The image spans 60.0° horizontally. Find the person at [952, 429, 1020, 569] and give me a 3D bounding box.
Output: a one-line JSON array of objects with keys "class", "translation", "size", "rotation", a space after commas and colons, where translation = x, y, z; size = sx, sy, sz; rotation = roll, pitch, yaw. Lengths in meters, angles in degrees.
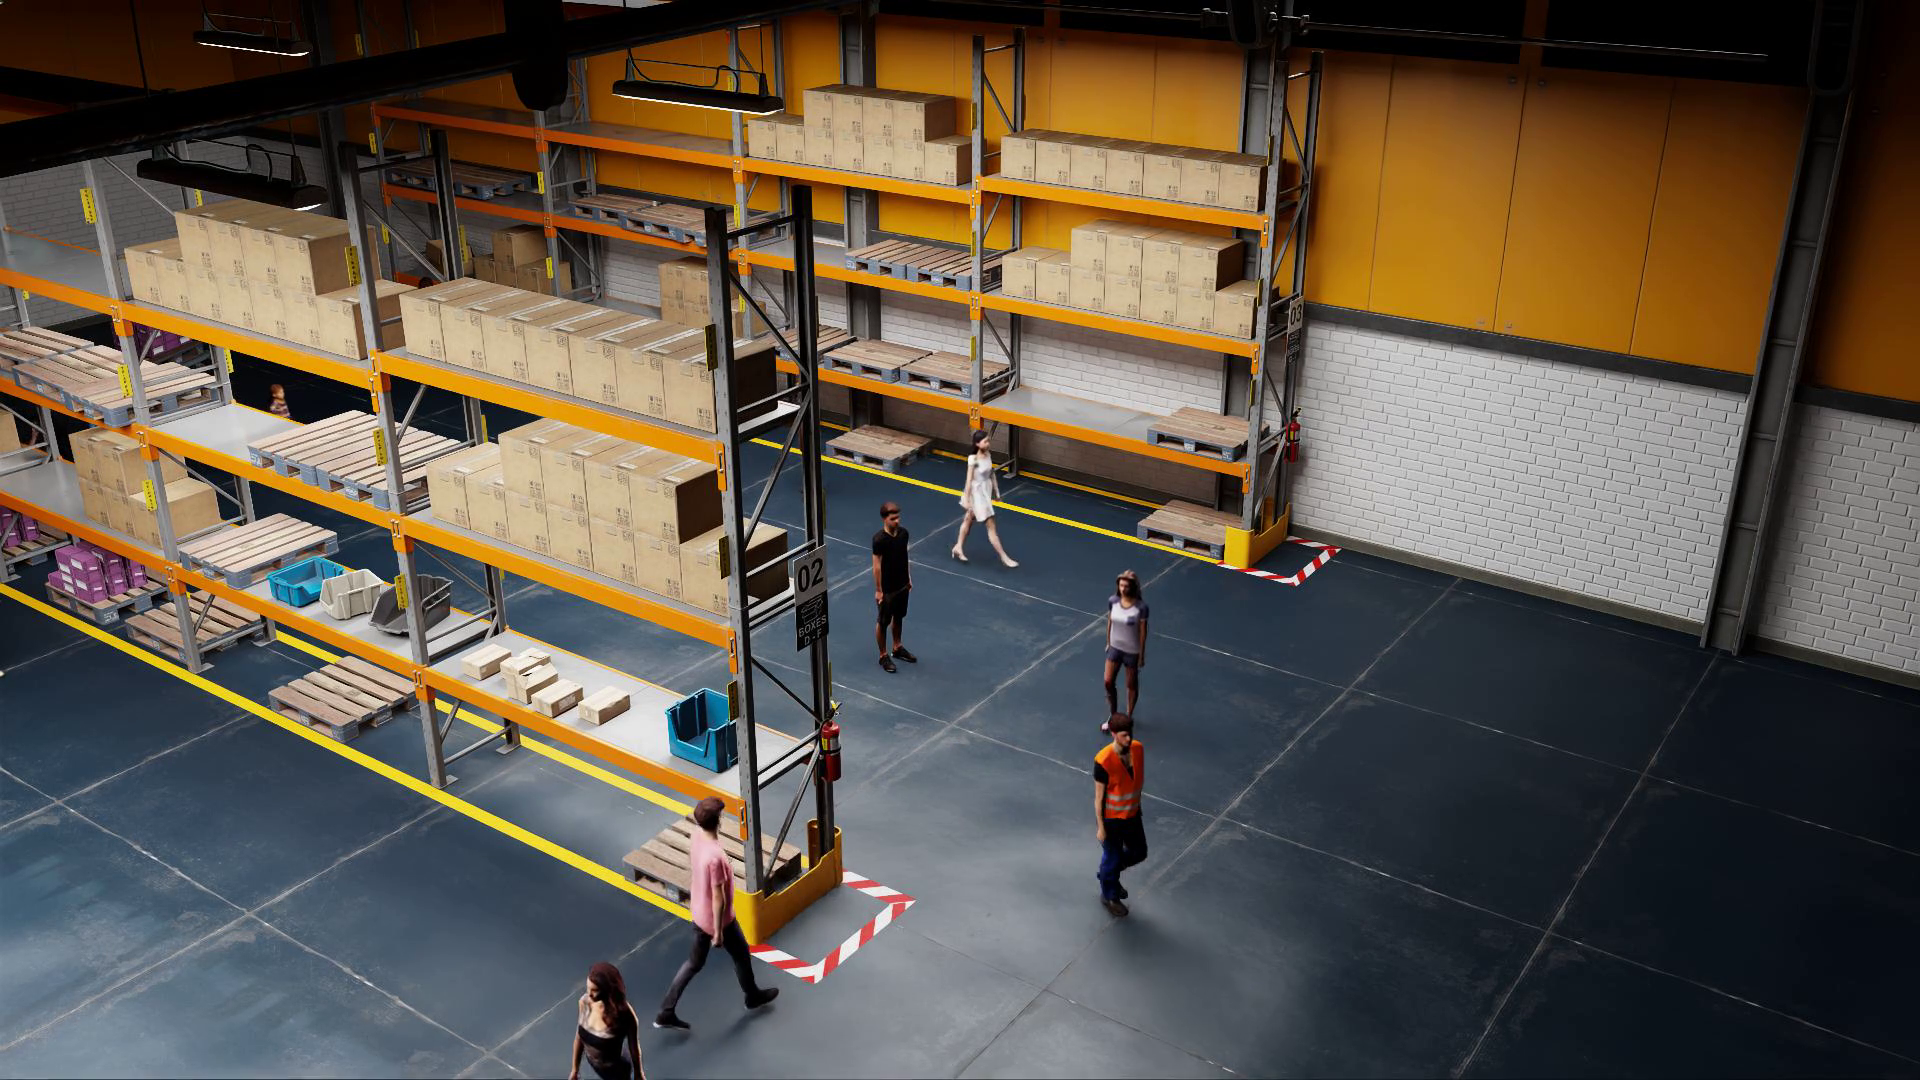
[{"class": "person", "translation": [0.153, -0.494, 20.074], "size": [1.162, 1.729, 0.662], "rotation": [14, 27, 29]}]

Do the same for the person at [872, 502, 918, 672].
[{"class": "person", "translation": [-0.727, 0.457, 17.733], "size": [0.623, 1.862, 0.698], "rotation": [20, 31, 39]}]

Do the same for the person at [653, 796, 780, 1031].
[{"class": "person", "translation": [-1.925, 2.811, 12.281], "size": [0.989, 1.915, 1.258], "rotation": [-16, 28, -32]}]

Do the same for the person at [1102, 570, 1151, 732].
[{"class": "person", "translation": [1.688, 1.060, 16.530], "size": [0.598, 1.720, 0.698], "rotation": [13, 27, 28]}]

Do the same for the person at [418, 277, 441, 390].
[{"class": "person", "translation": [-8.346, -3.296, 26.401], "size": [0.517, 1.795, 0.610], "rotation": [17, 29, 34]}]

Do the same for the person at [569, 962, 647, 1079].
[{"class": "person", "translation": [-2.245, 3.476, 11.011], "size": [1.150, 1.714, 0.684], "rotation": [15, 27, 30]}]

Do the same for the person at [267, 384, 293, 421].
[{"class": "person", "translation": [-9.417, -1.534, 22.996], "size": [0.887, 1.294, 0.746], "rotation": [2, 24, 6]}]

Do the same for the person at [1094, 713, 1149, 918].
[{"class": "person", "translation": [1.247, 2.213, 13.707], "size": [0.786, 1.868, 0.789], "rotation": [-18, 29, -35]}]
